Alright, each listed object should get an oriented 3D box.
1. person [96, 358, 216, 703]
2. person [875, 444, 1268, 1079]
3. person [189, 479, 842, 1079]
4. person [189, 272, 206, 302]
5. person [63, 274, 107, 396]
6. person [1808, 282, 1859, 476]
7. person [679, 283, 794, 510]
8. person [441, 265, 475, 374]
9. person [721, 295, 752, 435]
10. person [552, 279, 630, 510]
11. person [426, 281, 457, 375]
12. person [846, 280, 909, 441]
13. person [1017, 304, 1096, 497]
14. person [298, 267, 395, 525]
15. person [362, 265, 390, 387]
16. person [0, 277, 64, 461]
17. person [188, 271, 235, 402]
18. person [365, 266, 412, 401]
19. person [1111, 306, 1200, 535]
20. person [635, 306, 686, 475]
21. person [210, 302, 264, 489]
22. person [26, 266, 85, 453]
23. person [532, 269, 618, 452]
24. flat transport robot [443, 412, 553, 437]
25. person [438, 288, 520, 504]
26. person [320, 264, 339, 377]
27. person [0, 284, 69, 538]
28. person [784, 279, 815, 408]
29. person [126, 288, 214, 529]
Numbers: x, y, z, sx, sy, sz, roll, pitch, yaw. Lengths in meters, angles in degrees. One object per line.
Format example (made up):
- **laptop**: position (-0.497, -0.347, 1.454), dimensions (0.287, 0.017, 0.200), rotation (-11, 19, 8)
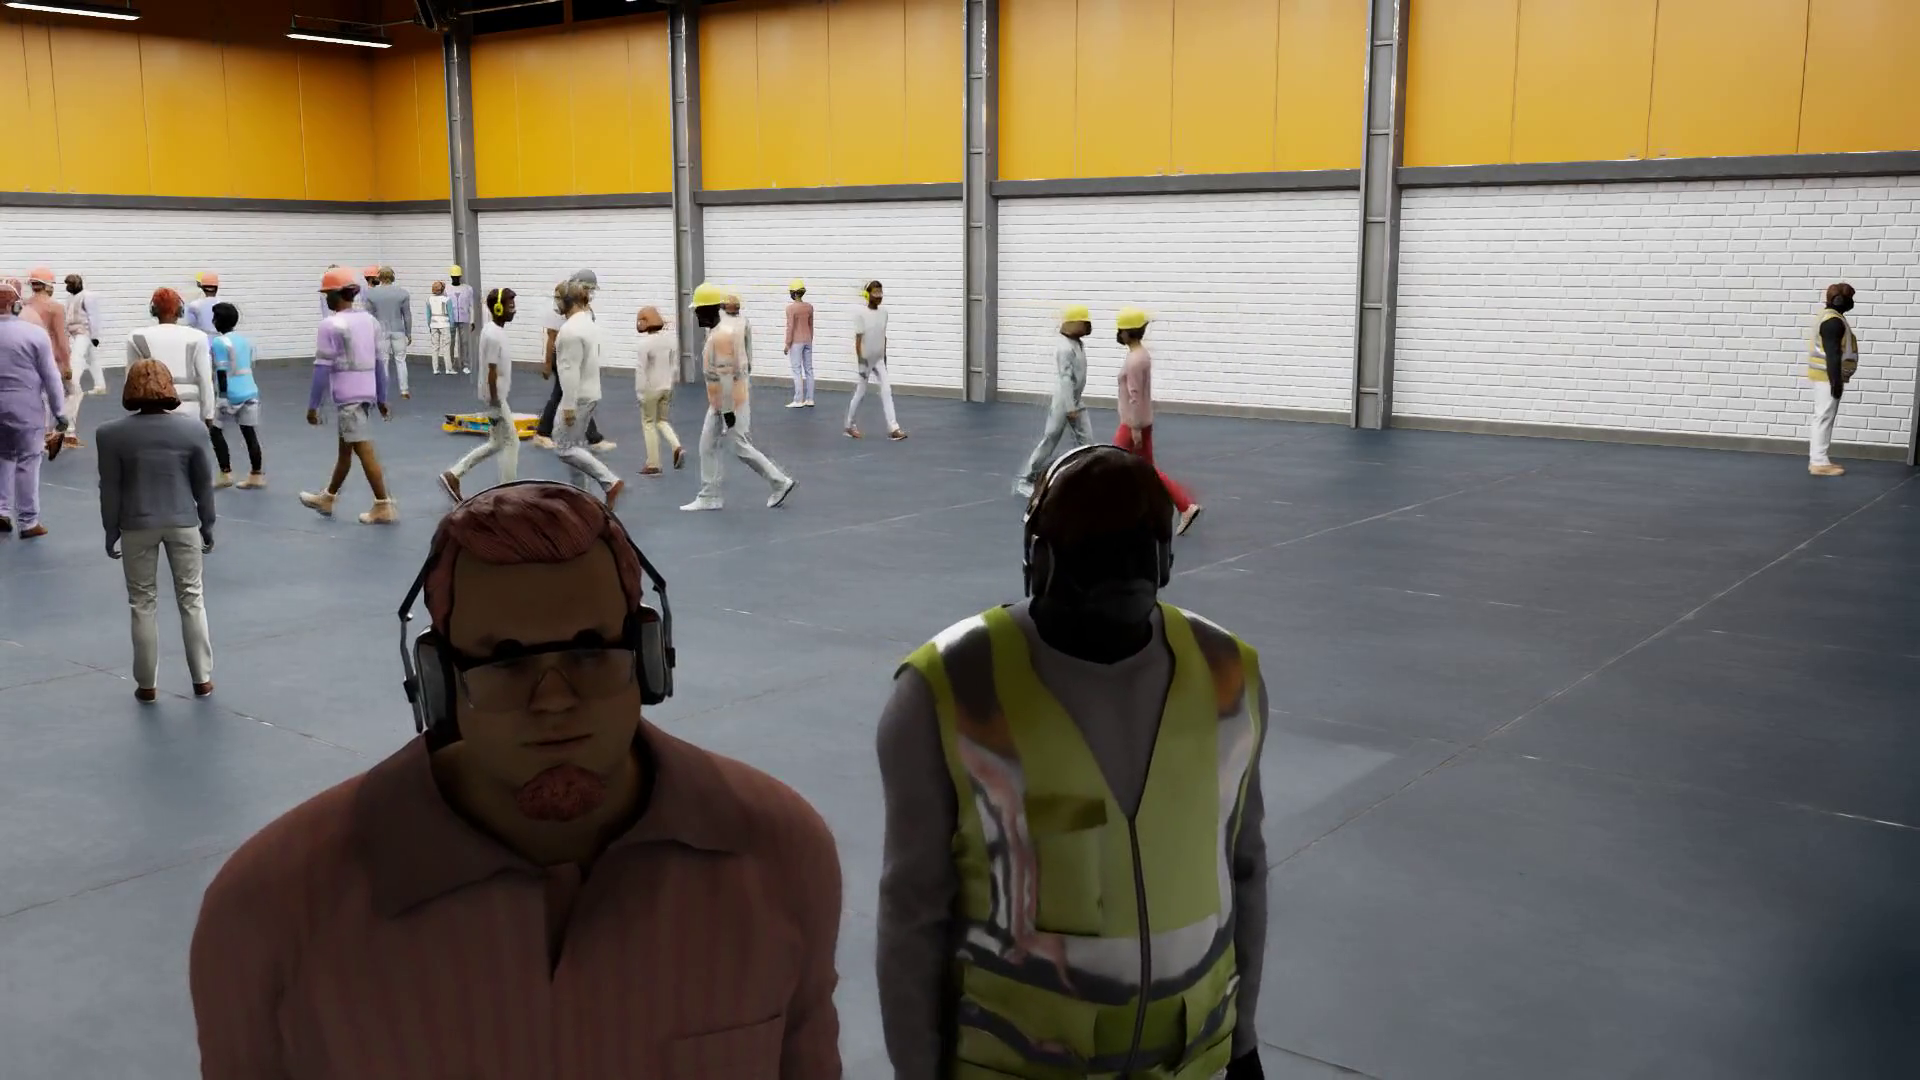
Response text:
- **person**: position (-3.779, -0.043, 7.868), dimensions (0.494, 1.624, 0.280), rotation (-6, 12, -32)
- **person**: position (0.187, 0.770, 2.509), dimensions (0.633, 1.840, 0.429), rotation (-3, 10, -17)
- **person**: position (-0.383, 0.889, 1.618), dimensions (0.637, 1.911, 0.403), rotation (-4, 11, -24)
- **person**: position (-13.215, -3.817, 29.351), dimensions (0.609, 1.789, 0.868), rotation (9, 14, 44)
- **person**: position (-13.177, -3.031, 24.739), dimensions (0.636, 1.802, 0.888), rotation (9, 13, 43)
- **person**: position (8.382, -1.547, 15.992), dimensions (0.429, 1.842, 0.626), rotation (4, 11, 24)
- **person**: position (-1.839, -1.166, 13.685), dimensions (0.886, 1.888, 0.589), rotation (-3, 10, -18)
- **person**: position (-8.856, -3.877, 29.314), dimensions (0.594, 1.922, 0.385), rotation (-4, 11, -24)
- **person**: position (-2.654, -2.037, 19.432), dimensions (0.520, 1.640, 0.307), rotation (-7, 12, -35)
- **person**: position (-2.976, -1.095, 13.130), dimensions (0.555, 1.916, 0.639), rotation (0, 10, -3)
- **person**: position (-9.121, -3.718, 29.223), dimensions (0.514, 1.639, 0.307), rotation (2, 10, 14)
- **person**: position (-0.987, -2.037, 18.928), dimensions (0.552, 1.817, 1.000), rotation (-8, 13, -40)
- **person**: position (0.903, -1.179, 14.275), dimensions (0.904, 1.697, 0.498), rotation (4, 11, 24)
- **person**: position (-4.877, -1.117, 13.022), dimensions (1.003, 1.995, 0.639), rotation (3, 10, 17)
- **person**: position (-9.308, -3.393, 26.453), dimensions (0.360, 1.939, 0.543), rotation (-4, 10, -20)
- **person**: position (-9.374, -1.682, 16.640), dimensions (0.687, 1.882, 0.654), rotation (0, 10, 0)
- **person**: position (-9.464, -2.447, 21.074), dimensions (0.553, 1.901, 0.949), rotation (-5, 11, -26)
- **person**: position (-8.230, -2.972, 24.004), dimensions (0.630, 1.940, 0.373), rotation (-3, 10, -17)
- **person**: position (1.368, -0.871, 12.359), dimensions (0.802, 1.736, 0.529), rotation (3, 10, 15)
- **person**: position (-2.880, -1.412, 15.834), dimensions (0.416, 1.616, 0.506), rotation (6, 11, 30)
- **person**: position (-6.549, -1.279, 14.884), dimensions (0.601, 1.672, 0.554), rotation (2, 10, 9)
- **person**: position (-9.659, -1.912, 17.716), dimensions (0.649, 1.974, 0.576), rotation (3, 10, 15)
- **person**: position (-4.224, -1.971, 17.882), dimensions (1.037, 2.000, 0.718), rotation (1, 10, 8)
- **flat transport robot**: position (-5.359, -1.357, 19.452), dimensions (1.431, 0.197, 0.652), rotation (8, 12, 38)
- **person**: position (-3.933, -1.164, 13.771), dimensions (0.718, 1.840, 0.527), rotation (-3, 10, -19)
- **person**: position (-10.756, -3.769, 28.640), dimensions (0.635, 1.937, 0.352), rotation (8, 13, 39)
- **person**: position (-7.053, -0.956, 12.430), dimensions (0.664, 1.893, 0.470), rotation (0, 10, -2)
- **person**: position (-2.222, -2.700, 22.920), dimensions (0.317, 1.769, 0.523), rotation (8, 12, 38)
- **person**: position (-5.940, -0.959, 12.530), dimensions (0.606, 1.844, 0.881), rotation (-4, 10, -22)
